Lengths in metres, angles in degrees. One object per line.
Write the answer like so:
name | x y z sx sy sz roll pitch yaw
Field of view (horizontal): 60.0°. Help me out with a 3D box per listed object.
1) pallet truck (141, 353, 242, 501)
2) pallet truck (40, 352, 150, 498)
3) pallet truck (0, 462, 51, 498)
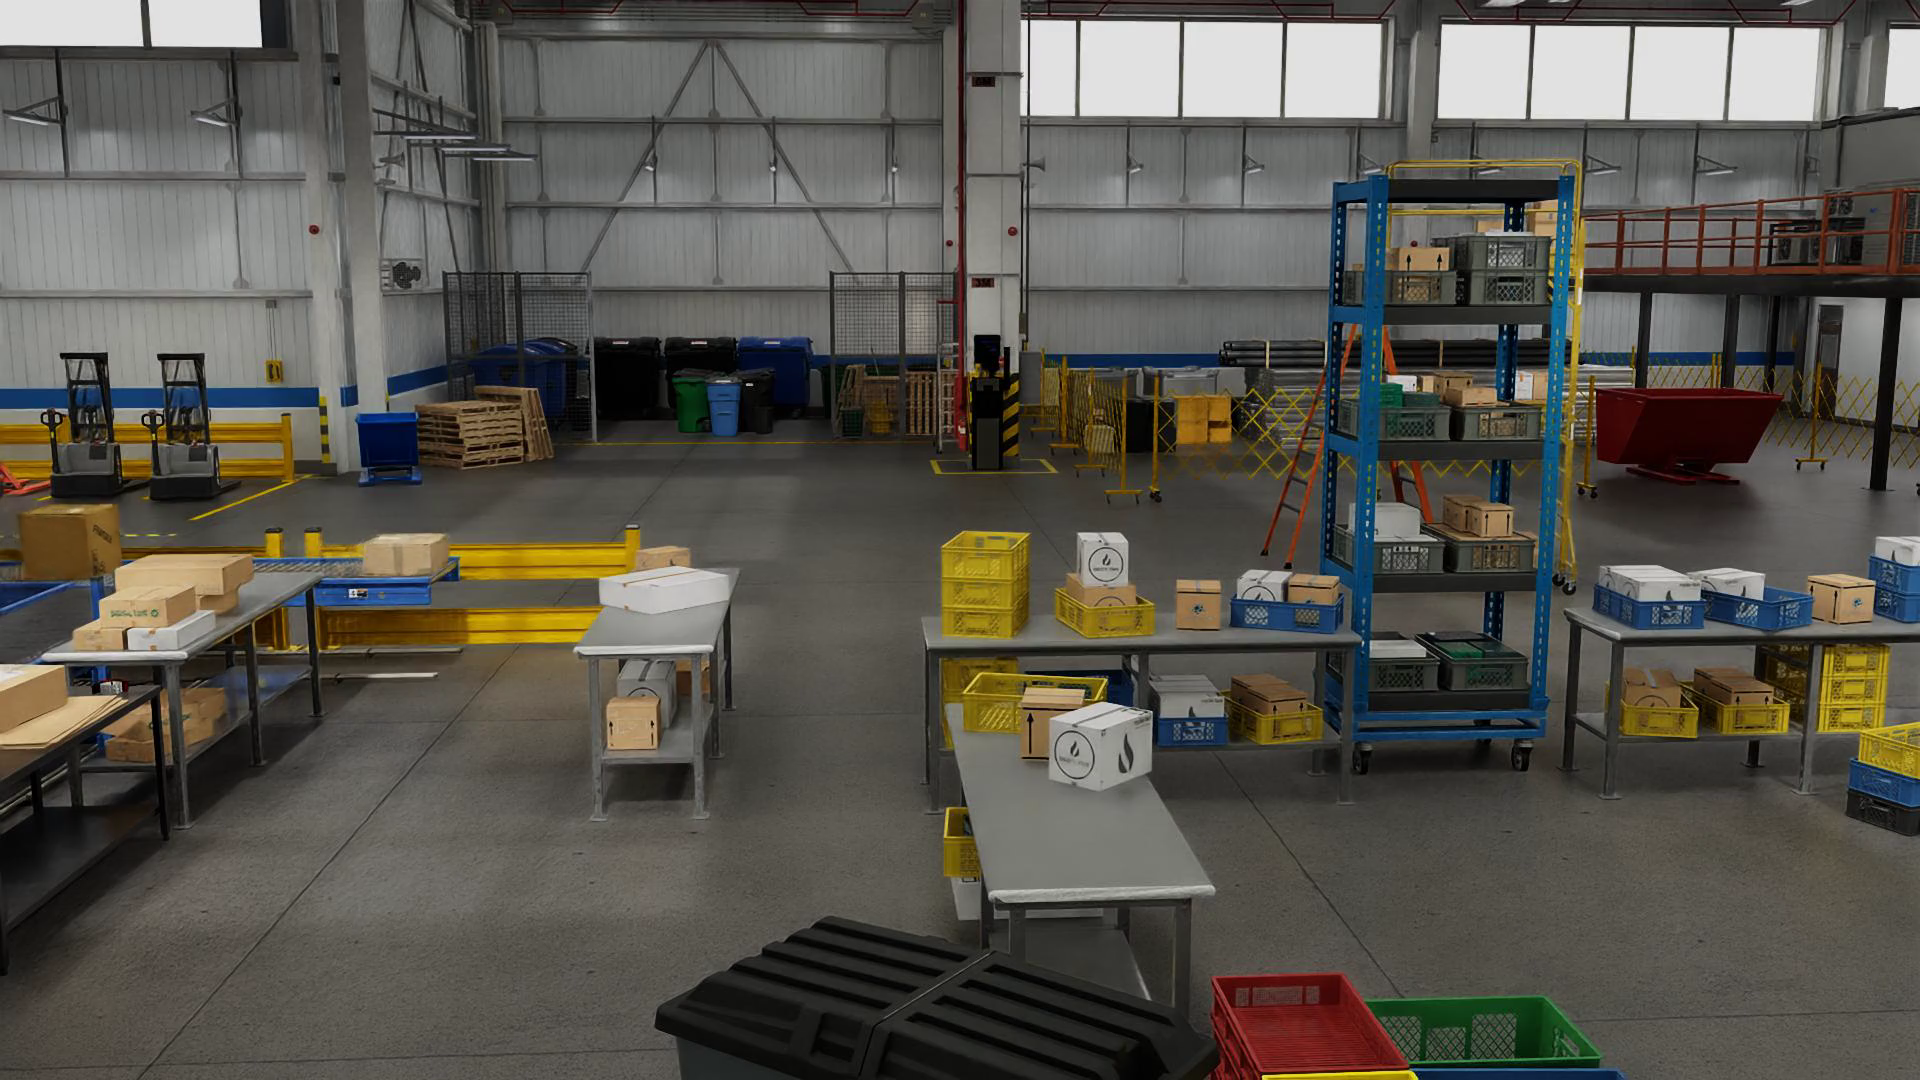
pallet truck | -10.520 -1.604 22.925 0.823 1.965 1.885 -1 9 -6
pallet truck | -11.907 -1.642 23.165 0.823 1.965 1.885 0 9 0
pallet truck | -13.193 -1.293 23.148 0.653 1.274 1.630 -1 9 -4
